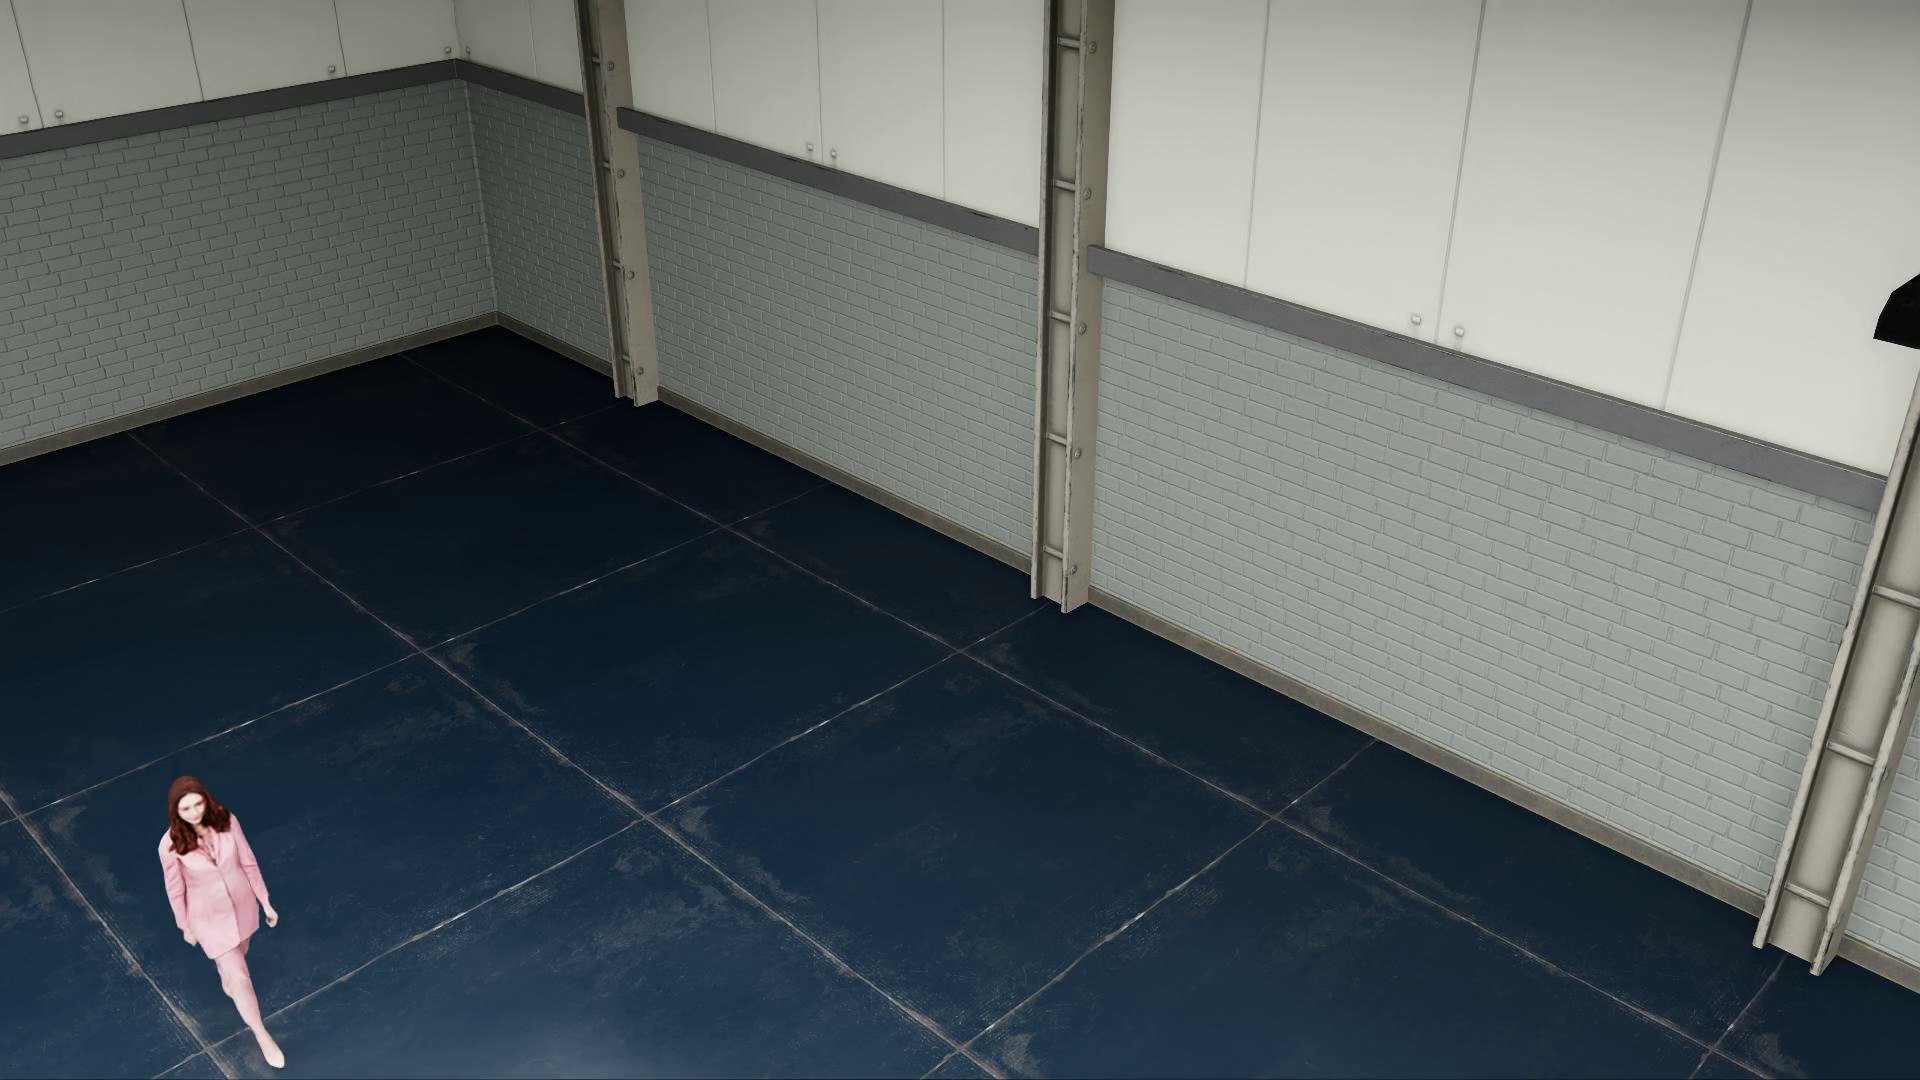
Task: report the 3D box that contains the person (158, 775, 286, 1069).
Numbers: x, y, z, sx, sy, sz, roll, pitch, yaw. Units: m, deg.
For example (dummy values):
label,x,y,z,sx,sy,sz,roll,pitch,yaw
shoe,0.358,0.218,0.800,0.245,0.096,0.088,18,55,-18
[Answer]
label,x,y,z,sx,sy,sz,roll,pitch,yaw
person,-4.058,2.005,9.118,1.115,1.759,0.647,22,35,36
